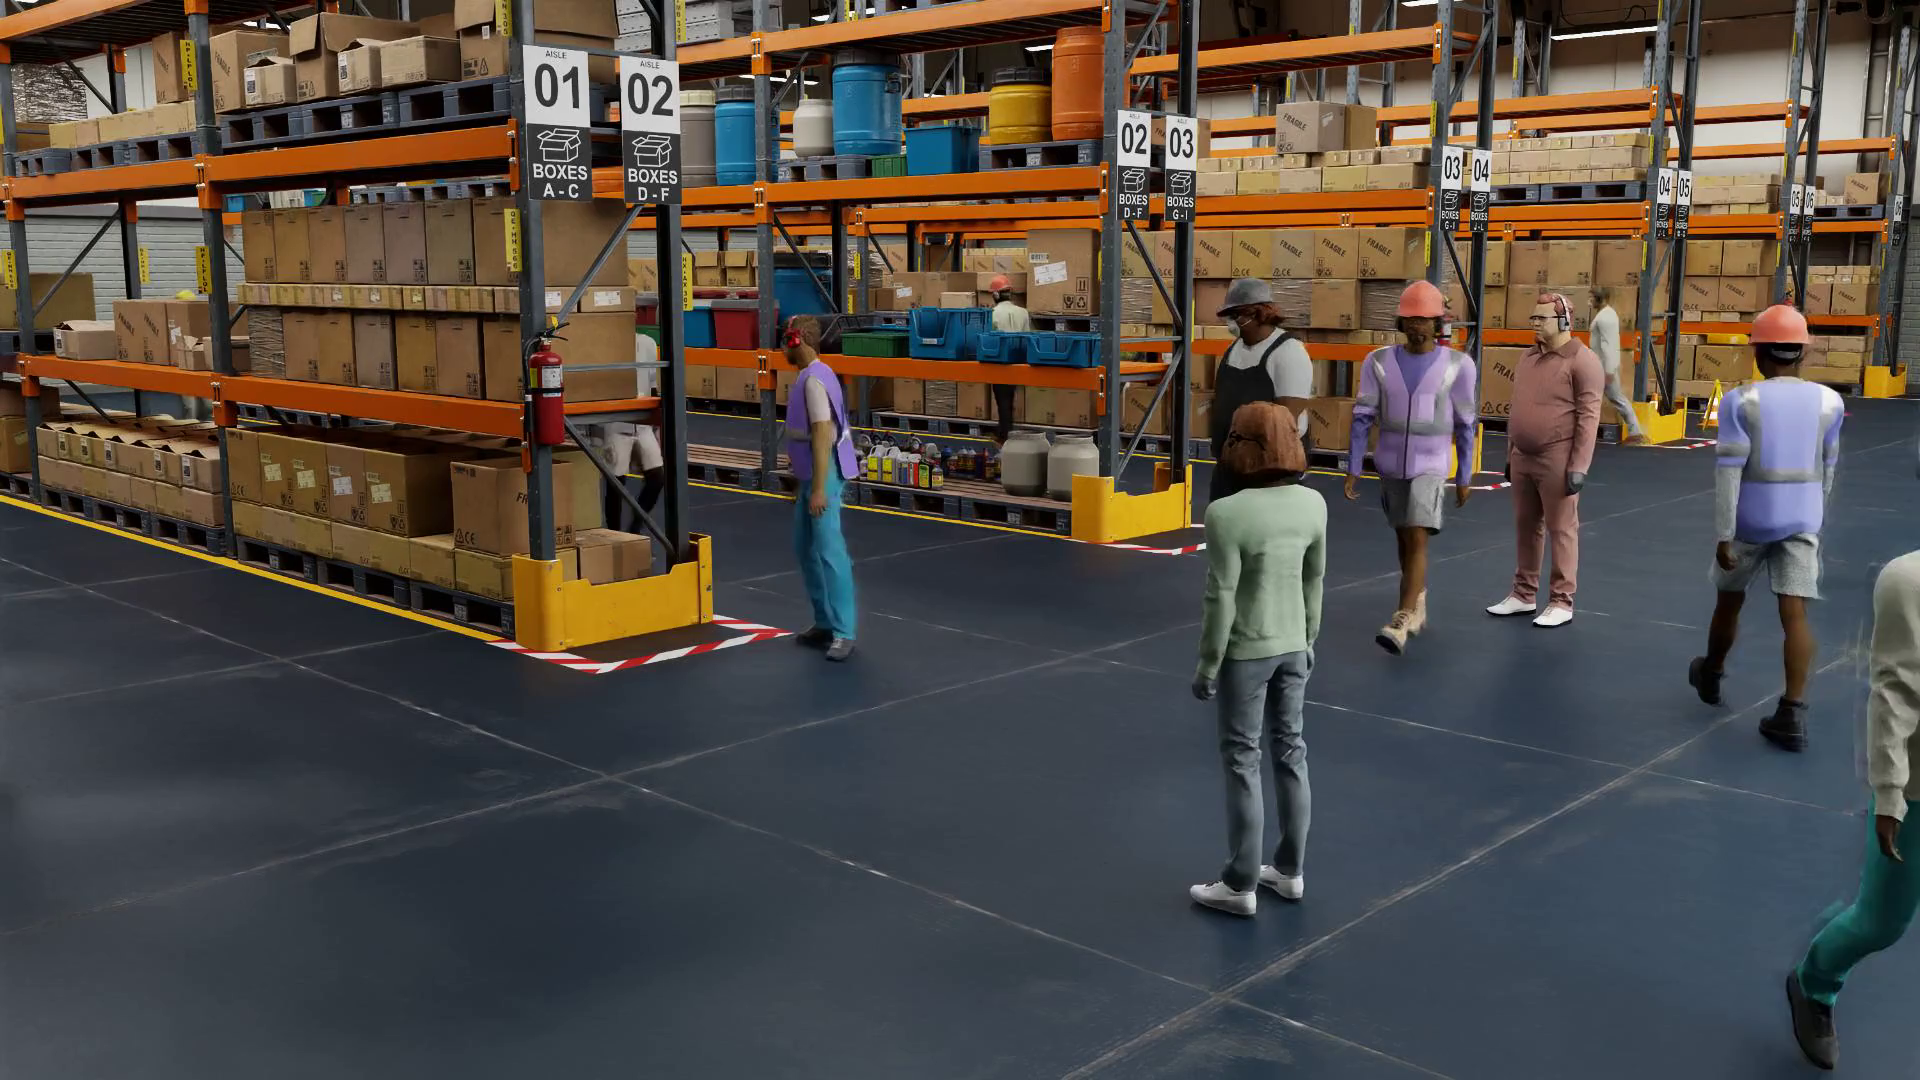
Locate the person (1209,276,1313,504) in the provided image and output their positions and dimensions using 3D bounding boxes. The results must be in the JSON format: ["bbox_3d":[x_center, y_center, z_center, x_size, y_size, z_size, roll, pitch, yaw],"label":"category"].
[{"bbox_3d":[1.683,-0.464,9.358,0.663,2.000,0.558,9,13,43],"label":"person"}]

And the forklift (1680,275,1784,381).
[{"bbox_3d":[12.480,-3.427,27.053,1.214,2.155,2.313,9,13,43],"label":"forklift"}]

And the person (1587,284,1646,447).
[{"bbox_3d":[7.435,-2.004,19.202,1.063,1.884,0.616,5,10,27],"label":"person"}]

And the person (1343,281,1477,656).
[{"bbox_3d":[2.431,-0.395,8.992,0.623,1.980,1.104,5,11,29],"label":"person"}]

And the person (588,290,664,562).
[{"bbox_3d":[-2.280,-0.769,11.375,0.629,1.944,0.451,-8,13,-42],"label":"person"}]

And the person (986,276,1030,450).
[{"bbox_3d":[0.426,-1.975,18.718,0.648,1.959,0.829,-6,11,-31],"label":"person"}]

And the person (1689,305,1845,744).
[{"bbox_3d":[3.617,-0.098,7.453,0.563,1.879,0.991,1,9,6],"label":"person"}]

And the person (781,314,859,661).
[{"bbox_3d":[-0.737,-0.294,8.924,0.393,1.812,0.712,-2,9,-10],"label":"person"}]

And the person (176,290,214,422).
[{"bbox_3d":[-8.436,-1.824,18.224,0.475,1.821,0.611,6,11,33],"label":"person"}]

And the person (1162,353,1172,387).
[{"bbox_3d":[2.702,-2.359,21.330,0.354,1.883,0.573,8,12,42],"label":"person"}]

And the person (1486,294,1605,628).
[{"bbox_3d":[3.380,-0.463,9.633,0.408,1.908,0.641,-4,10,-23],"label":"person"}]

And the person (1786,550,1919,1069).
[{"bbox_3d":[2.327,0.554,3.923,0.523,1.732,0.841,0,9,0],"label":"person"}]

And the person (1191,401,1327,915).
[{"bbox_3d":[0.954,0.373,5.327,0.507,1.636,0.274,-6,11,-34],"label":"person"}]

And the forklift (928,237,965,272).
[{"bbox_3d":[-0.326,-5.817,39.609,1.129,2.768,1.873,9,13,43],"label":"forklift"}]

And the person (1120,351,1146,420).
[{"bbox_3d":[2.032,-2.254,20.991,0.626,1.799,0.954,-8,12,-40],"label":"person"}]
